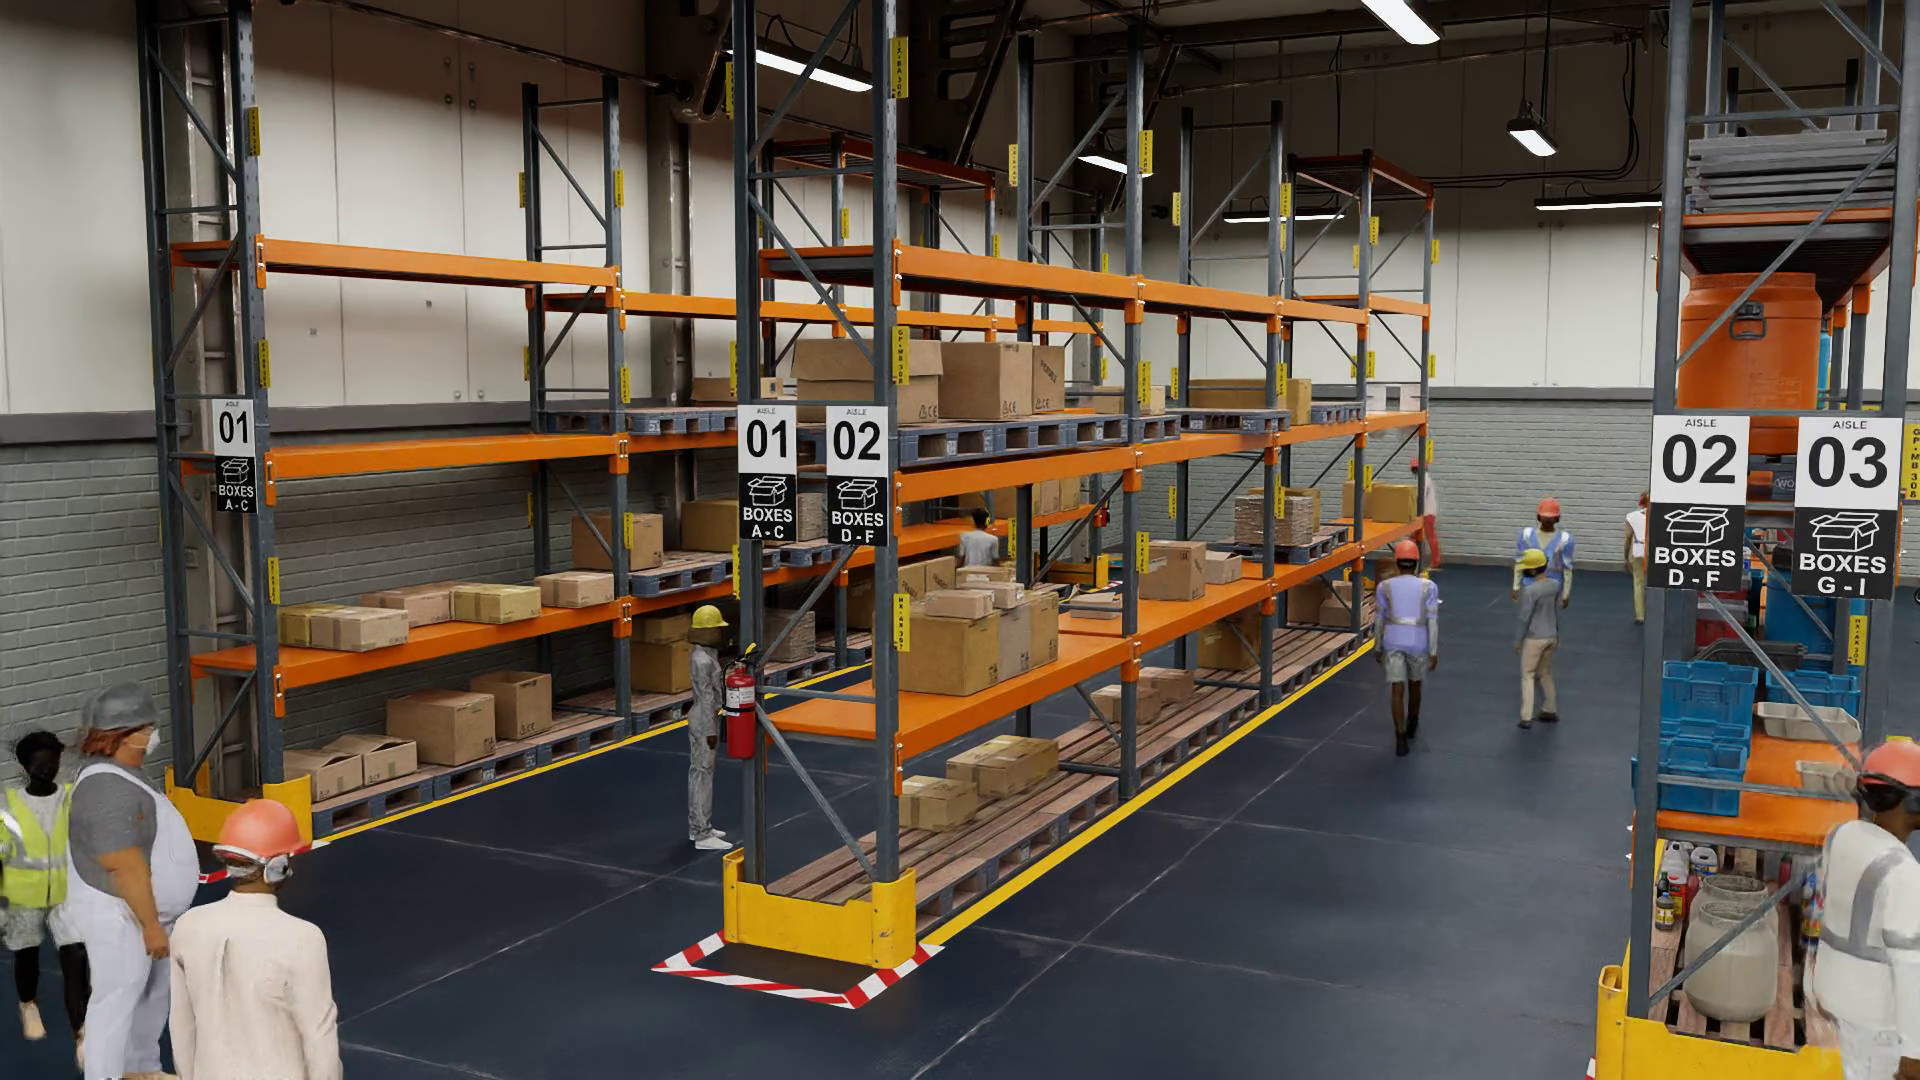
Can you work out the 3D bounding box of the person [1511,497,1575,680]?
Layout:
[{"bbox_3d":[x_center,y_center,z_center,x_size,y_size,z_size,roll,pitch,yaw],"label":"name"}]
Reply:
[{"bbox_3d":[6.519,0.514,18.586,0.643,2.021,0.846,4,7,34],"label":"person"}]

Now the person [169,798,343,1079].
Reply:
[{"bbox_3d":[-2.347,1.861,5.624,0.622,1.990,0.402,2,6,17],"label":"person"}]

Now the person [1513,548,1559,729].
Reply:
[{"bbox_3d":[5.542,0.933,15.908,0.592,1.739,0.342,-5,8,-40],"label":"person"}]

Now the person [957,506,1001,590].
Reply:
[{"bbox_3d":[0.273,0.516,19.528,0.541,1.814,0.981,3,6,24],"label":"person"}]

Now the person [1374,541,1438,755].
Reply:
[{"bbox_3d":[4.034,0.949,15.058,0.556,1.874,1.024,2,6,15],"label":"person"}]

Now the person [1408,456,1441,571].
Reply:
[{"bbox_3d":[7.794,-0.447,28.241,0.843,1.950,0.623,1,6,10],"label":"person"}]

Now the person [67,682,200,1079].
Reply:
[{"bbox_3d":[-3.732,1.641,7.527,0.587,2.000,0.680,-3,7,-26],"label":"person"}]

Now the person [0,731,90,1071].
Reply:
[{"bbox_3d":[-4.561,1.759,8.281,0.540,1.649,0.890,-5,7,-38],"label":"person"}]

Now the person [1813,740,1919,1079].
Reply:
[{"bbox_3d":[3.491,1.774,6.322,0.470,2.021,0.737,1,6,6],"label":"person"}]

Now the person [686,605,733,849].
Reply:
[{"bbox_3d":[-1.807,1.334,11.946,0.295,1.744,0.484,-2,6,-15],"label":"person"}]
